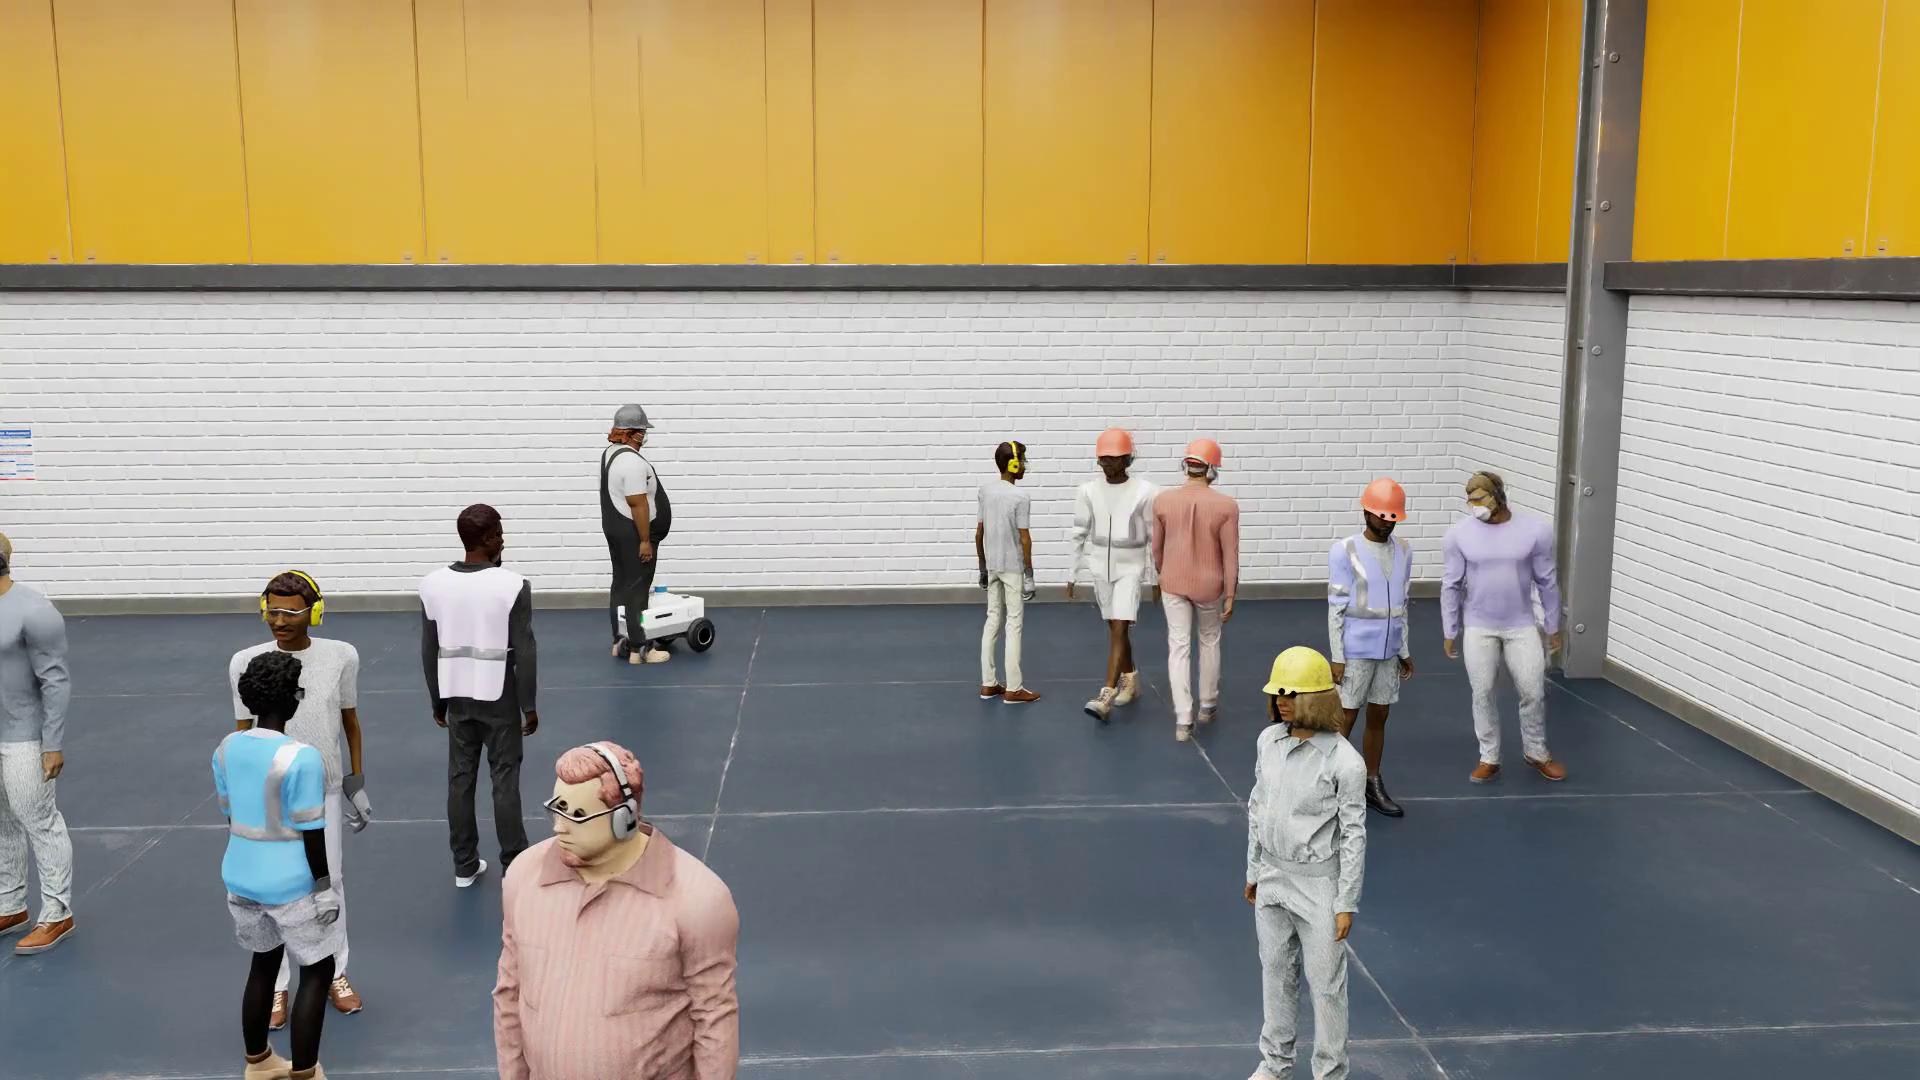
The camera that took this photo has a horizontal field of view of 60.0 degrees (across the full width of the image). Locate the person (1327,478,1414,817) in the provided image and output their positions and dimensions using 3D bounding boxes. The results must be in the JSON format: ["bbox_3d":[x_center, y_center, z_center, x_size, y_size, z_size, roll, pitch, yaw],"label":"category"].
[{"bbox_3d":[2.297,0.610,9.242,0.542,1.928,0.374,-4,10,-24],"label":"person"}]

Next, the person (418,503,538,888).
[{"bbox_3d":[-2.366,0.779,8.216,0.590,1.917,0.396,2,9,13],"label":"person"}]

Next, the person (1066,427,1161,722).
[{"bbox_3d":[1.023,0.232,11.412,0.629,1.987,1.038,5,10,28],"label":"person"}]

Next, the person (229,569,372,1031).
[{"bbox_3d":[-2.668,1.036,6.765,0.512,1.866,0.330,-5,10,-28],"label":"person"}]

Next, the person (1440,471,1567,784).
[{"bbox_3d":[3.236,0.519,9.921,0.740,1.897,0.491,3,10,18],"label":"person"}]

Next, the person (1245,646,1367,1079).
[{"bbox_3d":[1.199,1.232,5.912,0.306,1.743,0.494,-7,11,-36],"label":"person"}]

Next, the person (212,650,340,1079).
[{"bbox_3d":[-2.480,1.239,6.050,0.541,1.692,0.321,6,11,33],"label":"person"}]

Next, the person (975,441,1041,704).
[{"bbox_3d":[0.333,0.227,11.844,0.317,1.865,0.523,-9,13,-44],"label":"person"}]

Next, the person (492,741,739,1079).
[{"bbox_3d":[-0.879,1.431,4.168,0.641,1.904,0.401,2,9,15],"label":"person"}]

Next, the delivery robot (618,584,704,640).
[{"bbox_3d":[-2.392,0.596,13.312,0.477,0.478,0.707,7,12,37],"label":"delivery robot"}]

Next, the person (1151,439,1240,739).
[{"bbox_3d":[1.580,0.295,11.122,0.605,1.946,0.886,2,9,15],"label":"person"}]

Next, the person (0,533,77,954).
[{"bbox_3d":[-4.270,0.888,7.462,0.635,1.937,0.352,3,10,19],"label":"person"}]

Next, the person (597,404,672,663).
[{"bbox_3d":[-2.540,-0.062,13.104,0.538,2.000,0.688,-6,11,-32],"label":"person"}]
